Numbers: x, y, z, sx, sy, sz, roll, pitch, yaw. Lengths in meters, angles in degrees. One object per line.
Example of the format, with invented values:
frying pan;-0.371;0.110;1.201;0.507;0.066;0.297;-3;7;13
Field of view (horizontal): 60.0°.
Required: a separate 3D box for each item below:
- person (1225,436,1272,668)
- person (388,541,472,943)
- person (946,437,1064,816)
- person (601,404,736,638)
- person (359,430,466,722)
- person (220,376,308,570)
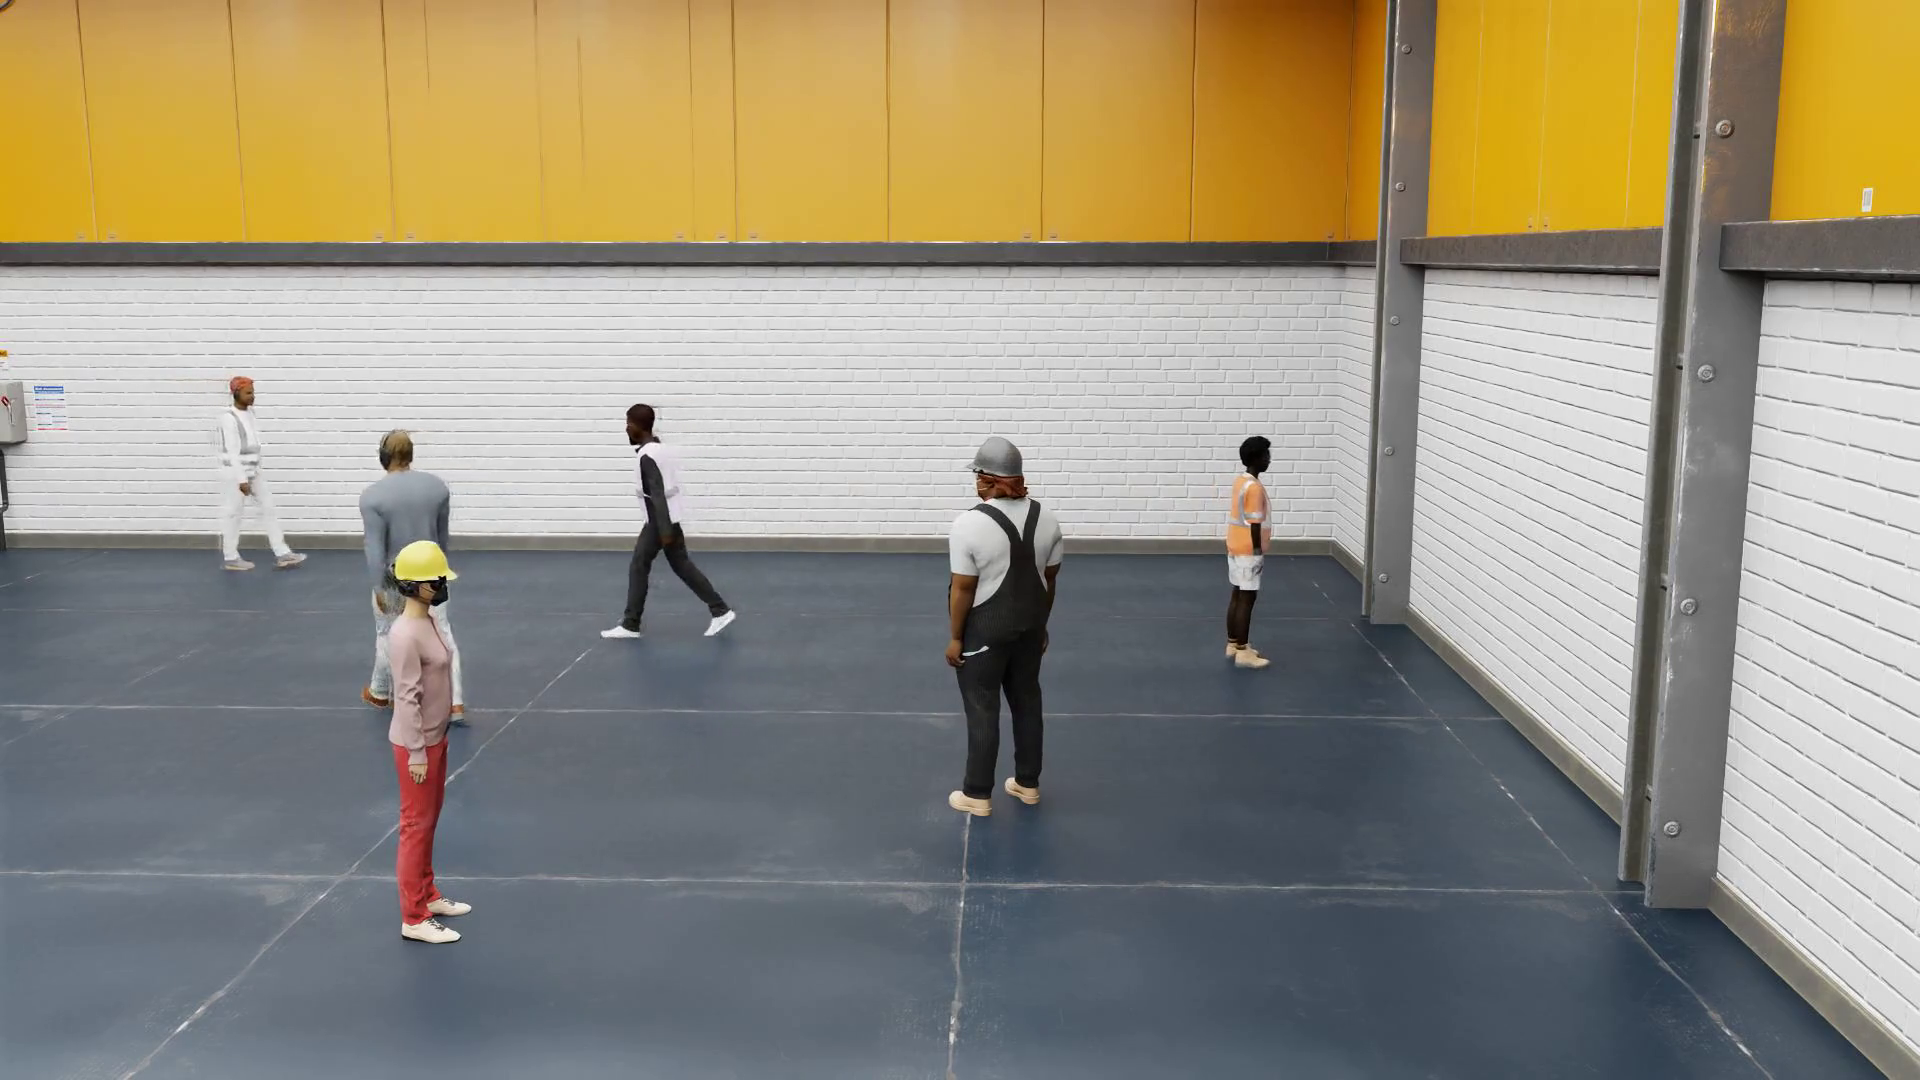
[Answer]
person;2.121;0.079;12.180;0.317;1.696;0.540;-1;10;-3
person;-2.336;0.874;7.324;0.317;1.767;0.534;-1;10;-7
person;0.183;0.453;8.989;0.688;2.000;0.538;-7;12;-34
person;-2.277;-0.140;13.016;1.022;1.865;0.622;0;10;1
person;-3.556;0.234;10.741;0.628;1.895;1.037;-9;13;-43
person;-6.671;-0.618;15.792;0.873;1.851;0.615;1;10;4
